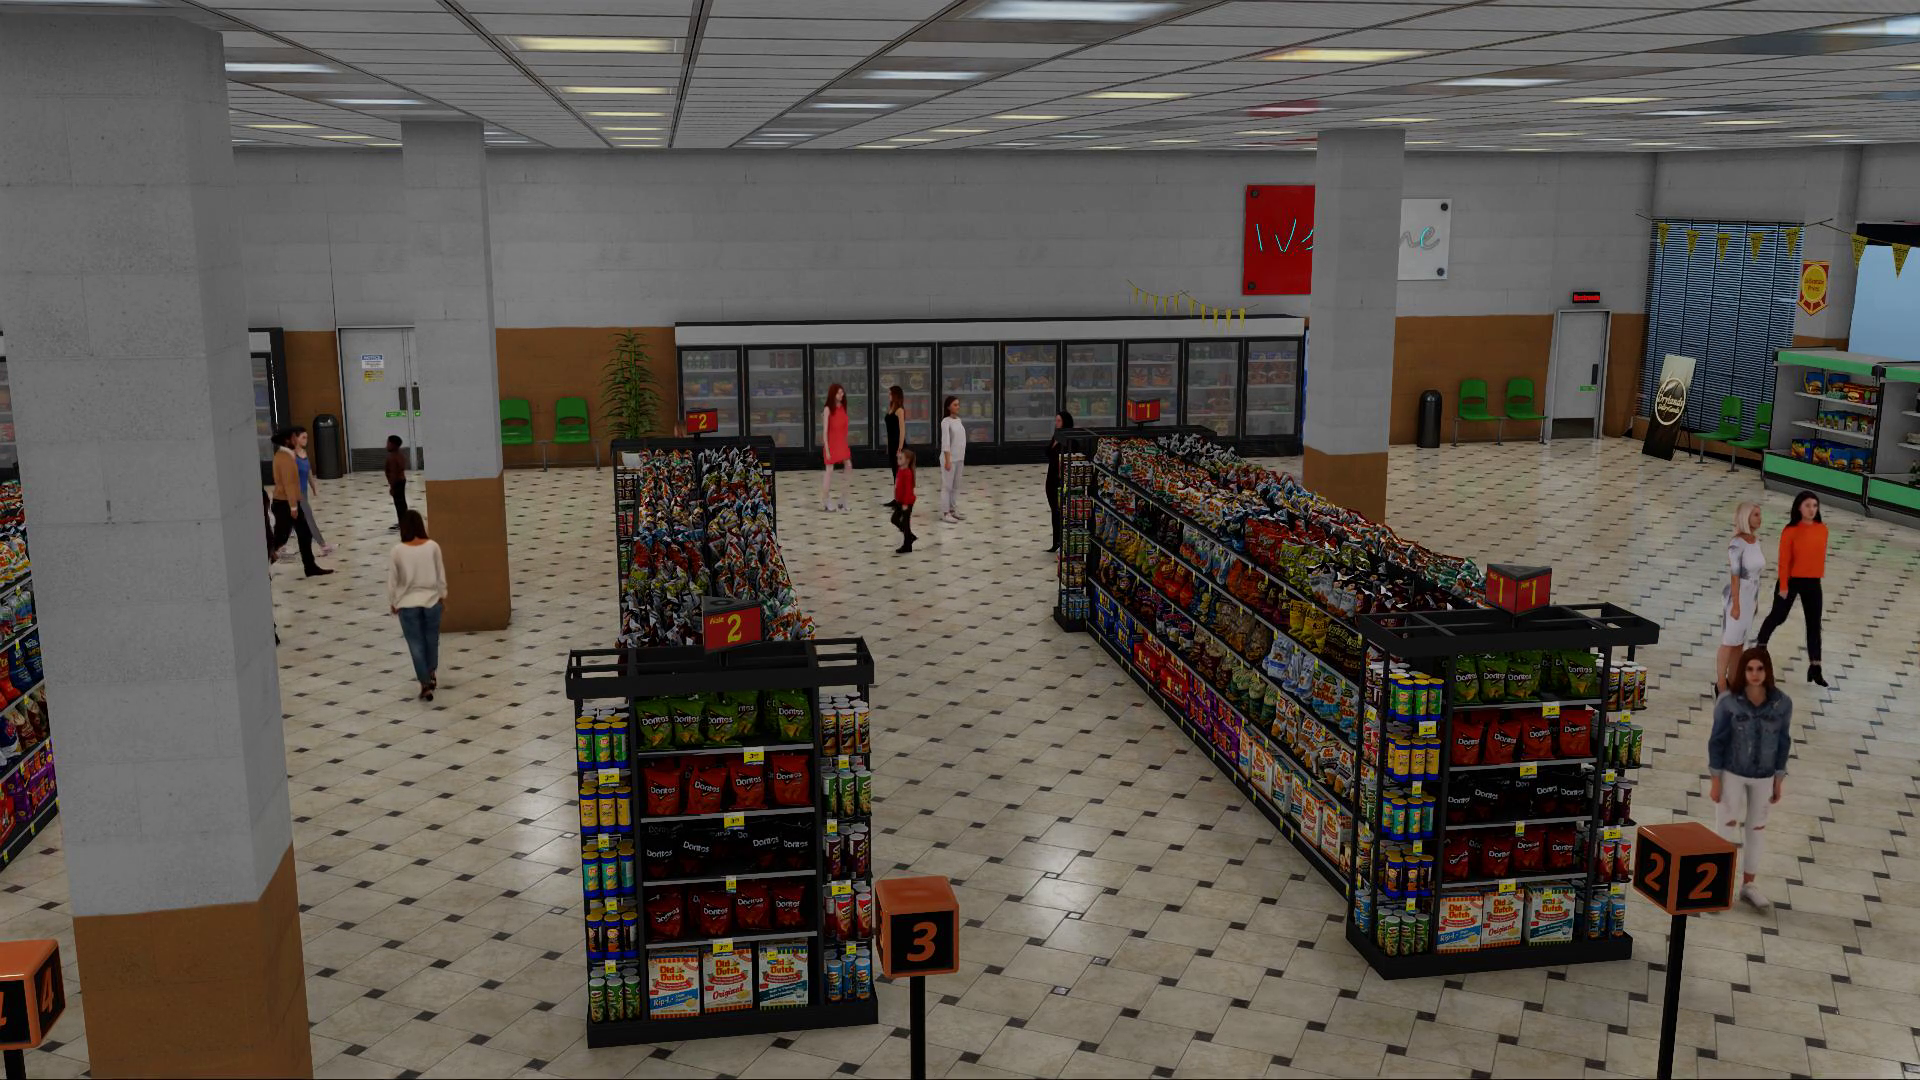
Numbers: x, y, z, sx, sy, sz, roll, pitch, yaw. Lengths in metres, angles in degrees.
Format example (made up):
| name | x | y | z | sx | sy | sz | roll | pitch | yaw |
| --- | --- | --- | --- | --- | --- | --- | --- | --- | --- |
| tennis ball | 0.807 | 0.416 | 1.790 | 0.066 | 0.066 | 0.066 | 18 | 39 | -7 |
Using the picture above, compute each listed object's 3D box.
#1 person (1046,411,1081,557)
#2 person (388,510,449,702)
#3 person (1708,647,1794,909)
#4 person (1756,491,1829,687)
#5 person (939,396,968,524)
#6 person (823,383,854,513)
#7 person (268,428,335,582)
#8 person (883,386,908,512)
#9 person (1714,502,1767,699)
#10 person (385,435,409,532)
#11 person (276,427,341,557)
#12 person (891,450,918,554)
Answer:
| name | x | y | z | sx | sy | sz | roll | pitch | yaw |
| --- | --- | --- | --- | --- | --- | --- | --- | --- | --- |
| person | 1.255 | -0.688 | 20.166 | 0.792 | 1.757 | 0.650 | -7 | 14 | -28 |
| person | -4.652 | 0.582 | 14.349 | 0.727 | 1.670 | 0.748 | -6 | 13 | -26 |
| person | 4.815 | 1.446 | 10.197 | 0.706 | 1.688 | 0.716 | 2 | 12 | 9 |
| person | 7.518 | 0.416 | 15.063 | 0.631 | 1.699 | 1.107 | -2 | 12 | -9 |
| person | -0.110 | -1.088 | 22.230 | 0.748 | 1.689 | 0.664 | 6 | 13 | 27 |
| person | -1.754 | -1.257 | 22.773 | 0.786 | 1.796 | 0.845 | -11 | 16 | -43 |
| person | -7.672 | -0.369 | 18.735 | 0.869 | 1.723 | 1.148 | -4 | 13 | -20 |
| person | -0.866 | -1.282 | 23.063 | 0.682 | 1.725 | 0.525 | -5 | 13 | -23 |
| person | 6.756 | 0.527 | 14.411 | 0.639 | 1.752 | 0.657 | -10 | 16 | -40 |
| person | -7.330 | -0.747 | 21.666 | 0.617 | 1.254 | 0.457 | 0 | 12 | 1 |
| person | -8.015 | -0.546 | 19.957 | 0.818 | 1.566 | 1.056 | 1 | 12 | 6 |
| person | -0.630 | -0.476 | 20.335 | 0.624 | 1.273 | 0.547 | -5 | 13 | -24 |
